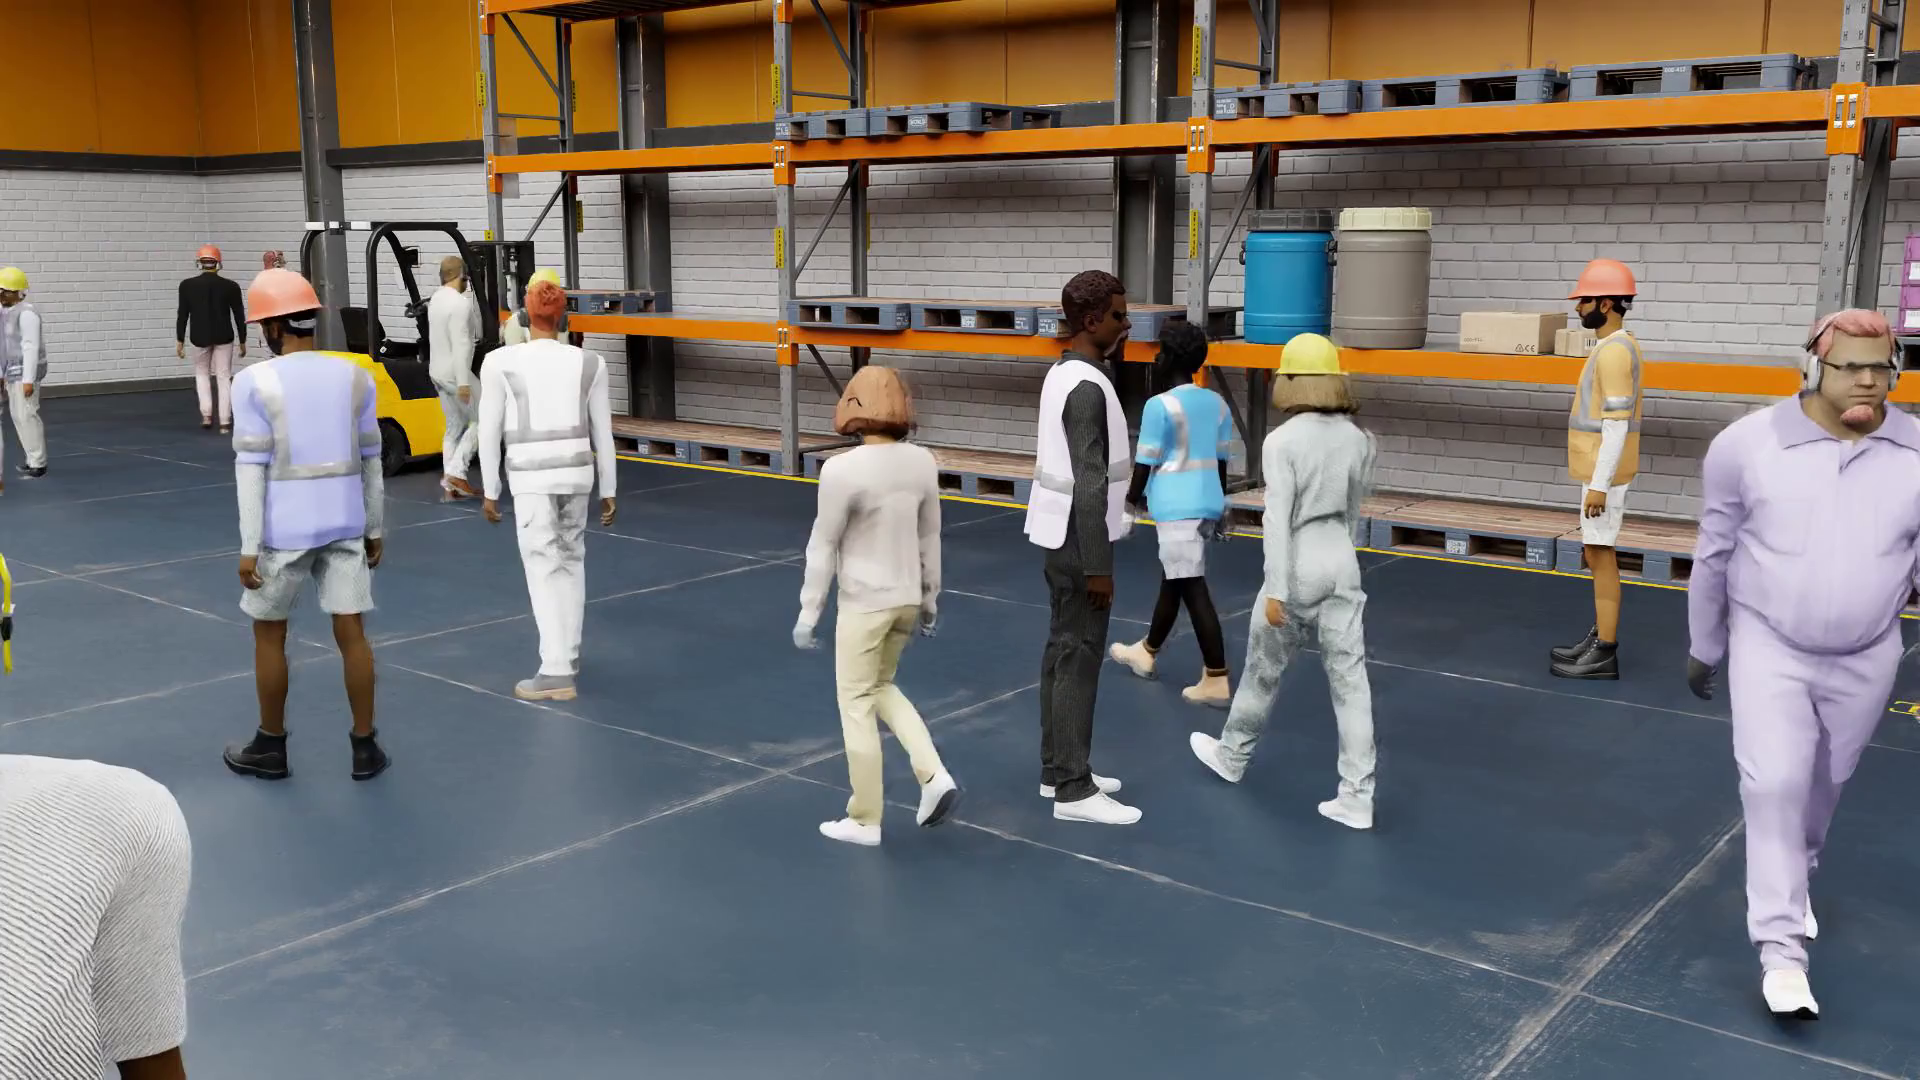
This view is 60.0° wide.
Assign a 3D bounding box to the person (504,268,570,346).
[{"bbox_3d":[-3.010,-1.057,12.100,0.426,1.815,0.613,5,12,27],"label":"person"}]

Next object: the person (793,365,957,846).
[{"bbox_3d":[-0.271,0.233,5.527,0.405,1.612,0.540,8,13,38],"label":"person"}]

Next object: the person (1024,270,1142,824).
[{"bbox_3d":[0.425,0.023,5.840,0.392,1.920,0.589,-1,10,-5],"label":"person"}]

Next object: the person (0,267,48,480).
[{"bbox_3d":[-8.002,-1.406,14.129,0.406,1.802,0.715,-10,14,-43],"label":"person"}]

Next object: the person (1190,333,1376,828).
[{"bbox_3d":[1.210,0.119,5.918,0.505,1.688,0.892,-5,12,-28],"label":"person"}]

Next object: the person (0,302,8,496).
[{"bbox_3d":[-7.833,-1.297,13.142,0.600,1.927,0.596,-9,13,-40],"label":"person"}]

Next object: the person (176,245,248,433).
[{"bbox_3d":[-7.866,-2.106,17.502,0.688,1.966,0.548,-4,11,-20],"label":"person"}]

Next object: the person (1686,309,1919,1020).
[{"bbox_3d":[2.348,0.301,4.519,0.651,1.843,1.037,2,10,12],"label":"person"}]

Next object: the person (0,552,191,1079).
[{"bbox_3d":[-0.930,0.827,1.517,0.519,1.874,0.331,-5,11,-26],"label":"person"}]

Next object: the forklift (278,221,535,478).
[{"bbox_3d":[-4.922,-1.741,14.854,1.214,2.155,2.313,8,13,38],"label":"forklift"}]

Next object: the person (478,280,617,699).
[{"bbox_3d":[-1.833,-0.233,7.502,0.595,1.853,0.696,-6,12,-31],"label":"person"}]

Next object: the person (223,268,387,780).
[{"bbox_3d":[-2.461,-0.044,6.232,0.620,1.916,0.550,-10,14,-43],"label":"person"}]

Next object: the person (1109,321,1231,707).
[{"bbox_3d":[0.917,-0.128,7.354,0.847,1.654,0.535,9,14,41],"label":"person"}]

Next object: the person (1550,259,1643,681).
[{"bbox_3d":[2.938,-0.320,7.688,0.364,1.935,0.553,4,11,21],"label":"person"}]

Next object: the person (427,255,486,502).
[{"bbox_3d":[-3.857,-1.234,12.844,0.450,1.905,0.660,-7,12,-34],"label":"person"}]

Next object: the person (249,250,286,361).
[{"bbox_3d":[-7.644,-2.287,18.675,0.655,1.906,0.407,7,12,32],"label":"person"}]
